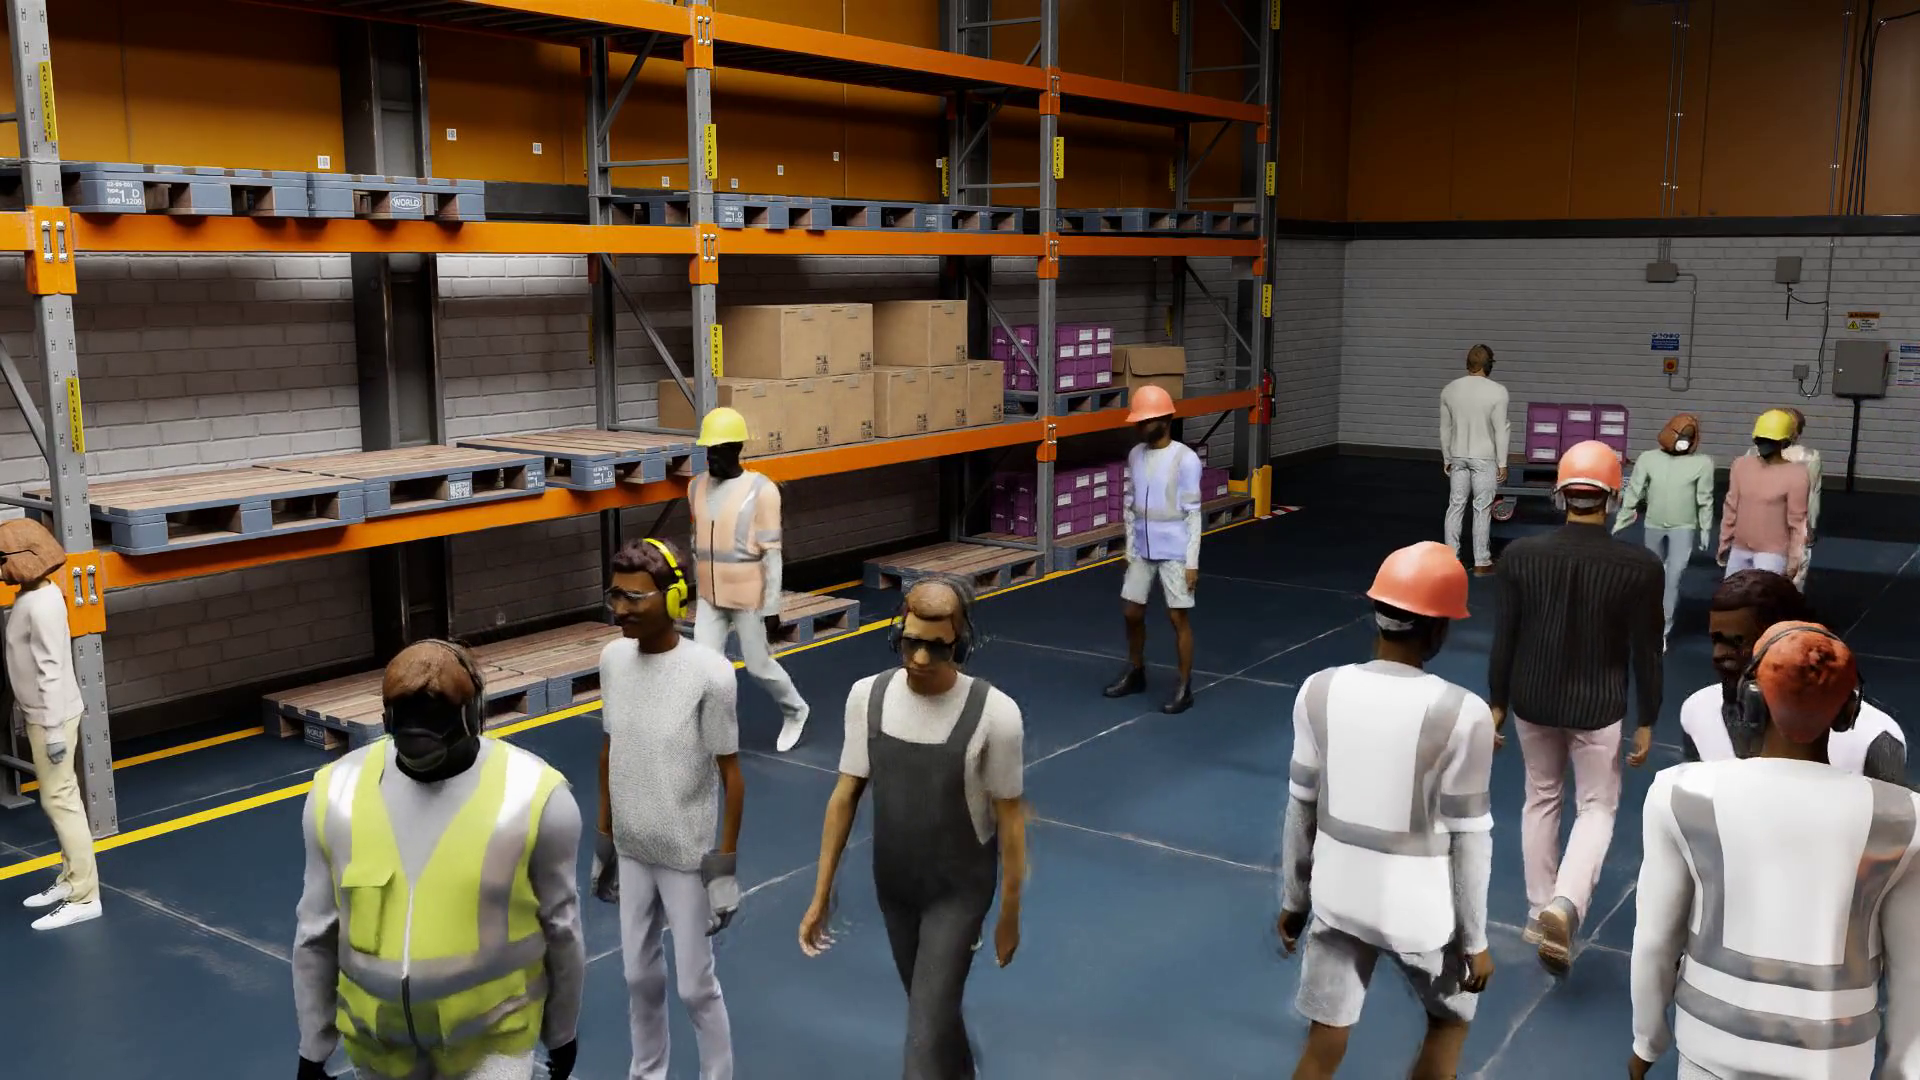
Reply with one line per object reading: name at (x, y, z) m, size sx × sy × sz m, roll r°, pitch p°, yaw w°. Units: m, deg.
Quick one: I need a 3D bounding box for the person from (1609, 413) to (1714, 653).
person at (4.698, -0.047, 11.183) m, size 0.592 × 1.606 × 0.718 m, roll 8°, pitch 12°, yaw 38°

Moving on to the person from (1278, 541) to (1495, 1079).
person at (1.128, 0.952, 4.375) m, size 0.580 × 1.901 × 0.649 m, roll 8°, pitch 12°, yaw 39°

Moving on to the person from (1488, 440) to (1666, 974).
person at (2.253, 0.623, 6.159) m, size 0.625 × 1.975 × 0.743 m, roll 6°, pitch 11°, yaw 32°

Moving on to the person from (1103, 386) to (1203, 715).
person at (1.135, 0.055, 9.695) m, size 0.478 × 1.911 × 0.712 m, roll -9°, pitch 13°, yaw -41°

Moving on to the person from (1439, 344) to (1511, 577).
person at (4.294, -0.661, 13.883) m, size 0.372 × 1.940 × 0.630 m, roll -9°, pitch 13°, yaw -42°

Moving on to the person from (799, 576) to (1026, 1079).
person at (-0.150, 0.993, 4.420) m, size 0.535 × 1.799 × 0.921 m, roll 6°, pitch 11°, yaw 32°

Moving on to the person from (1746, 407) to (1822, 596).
person at (5.663, -0.104, 11.488) m, size 0.538 × 1.618 × 0.543 m, roll 8°, pitch 13°, yaw 40°

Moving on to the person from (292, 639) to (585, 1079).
person at (-1.179, 1.093, 3.851) m, size 0.626 × 1.816 × 0.909 m, roll 1°, pitch 10°, yaw 3°

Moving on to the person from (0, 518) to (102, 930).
person at (-3.629, 0.718, 6.603) m, size 0.270 × 1.630 × 0.501 m, roll -6°, pitch 11°, yaw -32°

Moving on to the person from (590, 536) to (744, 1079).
person at (-0.852, 0.908, 4.752) m, size 0.532 × 1.866 × 0.311 m, roll 6°, pitch 11°, yaw 31°

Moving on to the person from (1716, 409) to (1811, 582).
person at (4.925, 0.060, 10.149) m, size 0.562 × 1.743 × 0.533 m, roll -5°, pitch 11°, yaw -27°

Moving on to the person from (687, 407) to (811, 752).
person at (-1.126, 0.250, 8.592) m, size 0.594 × 1.900 × 0.887 m, roll 6°, pitch 11°, yaw 31°

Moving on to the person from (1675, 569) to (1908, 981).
person at (2.017, 1.005, 4.123) m, size 0.601 × 1.883 × 0.638 m, roll -3°, pitch 10°, yaw -19°

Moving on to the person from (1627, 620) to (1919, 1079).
person at (1.737, 1.099, 3.557) m, size 0.581 × 1.884 × 0.351 m, roll 4°, pitch 10°, yaw 24°
